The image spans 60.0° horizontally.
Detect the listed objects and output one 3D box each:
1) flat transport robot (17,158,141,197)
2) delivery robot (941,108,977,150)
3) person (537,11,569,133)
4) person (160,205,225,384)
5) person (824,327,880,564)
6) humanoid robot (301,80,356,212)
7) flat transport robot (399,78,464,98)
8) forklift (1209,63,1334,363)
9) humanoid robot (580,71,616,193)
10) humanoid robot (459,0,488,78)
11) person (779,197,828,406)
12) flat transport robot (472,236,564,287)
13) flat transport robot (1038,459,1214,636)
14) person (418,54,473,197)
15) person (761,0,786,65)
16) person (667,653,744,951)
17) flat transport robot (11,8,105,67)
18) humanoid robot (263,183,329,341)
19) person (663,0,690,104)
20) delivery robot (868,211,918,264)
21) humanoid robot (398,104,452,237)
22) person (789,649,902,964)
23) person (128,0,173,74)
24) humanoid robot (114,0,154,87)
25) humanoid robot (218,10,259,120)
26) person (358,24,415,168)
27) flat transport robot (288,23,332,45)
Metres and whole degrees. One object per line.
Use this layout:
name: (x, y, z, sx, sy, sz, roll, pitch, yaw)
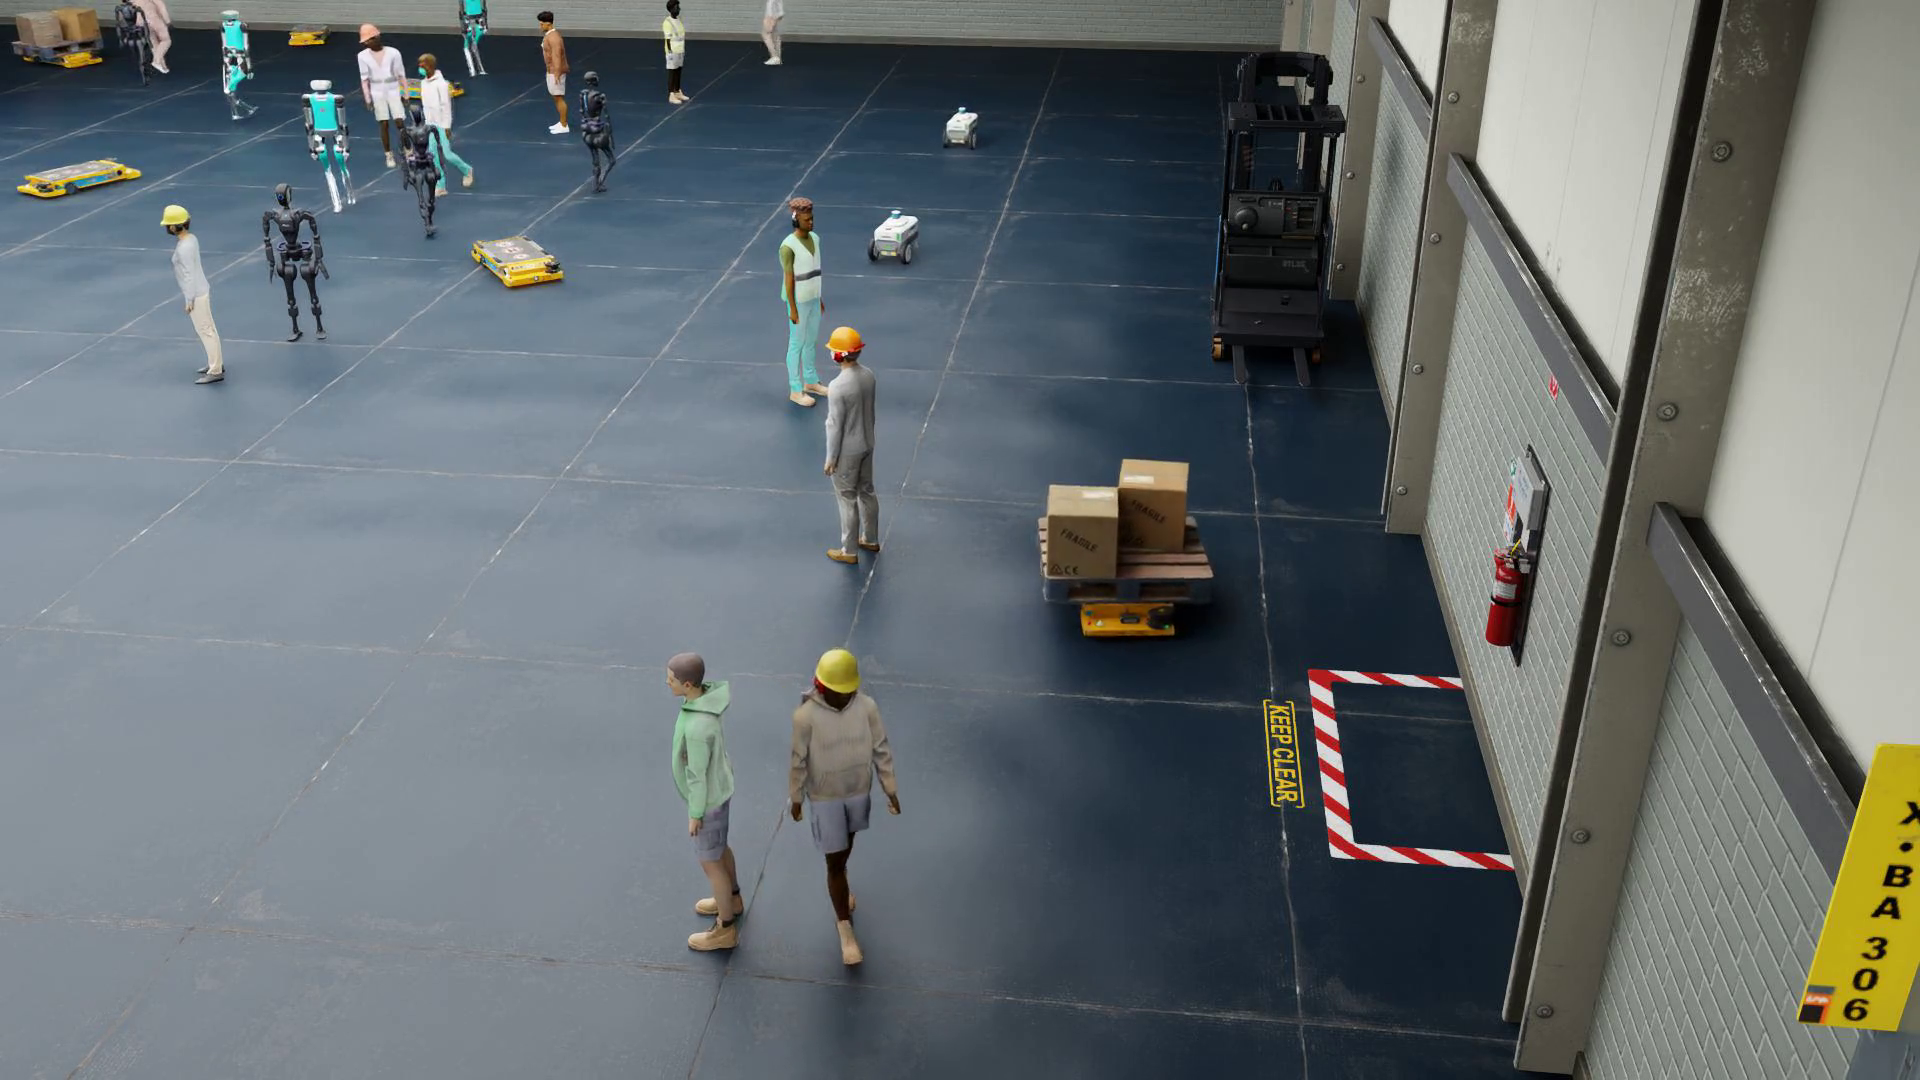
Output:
flat transport robot: (-12.307, -5.059, 23.239, 0.659, 0.231, 1.431, 17, 31, 30)
delivery robot: (0.028, -6.260, 25.328, 0.499, 0.605, 0.799, 6, 27, 12)
person: (-6.315, -7.315, 25.988, 0.418, 1.842, 0.797, -10, 28, -20)
person: (-7.501, -2.408, 16.273, 0.305, 1.770, 0.524, -8, 28, -15)
person: (-0.843, -0.728, 12.796, 0.382, 1.890, 0.556, 14, 30, 27)
humanoid robot: (-8.248, -5.165, 21.923, 0.556, 1.878, 0.797, -4, 27, -8)
flat transport robot: (-9.337, -7.744, 28.599, 1.431, 0.231, 0.659, 8, 28, 16)
forklift: (3.241, -3.477, 17.183, 1.129, 2.768, 1.873, 3, 27, 6)
humanoid robot: (-4.968, -5.555, 22.658, 0.583, 1.651, 0.376, 18, 32, 32)
humanoid robot: (-8.826, -9.210, 29.900, 0.530, 1.795, 0.791, -22, 34, -37)
person: (-1.482, -2.271, 15.768, 0.402, 1.978, 0.485, 15, 30, 27)
flat transport robot: (-5.277, -3.322, 19.770, 0.659, 0.231, 1.431, -15, 30, -28)
flat transport robot: (1.210, 0.307, 12.525, 0.659, 0.231, 1.431, 0, 27, 0)
person: (-7.047, -5.640, 22.581, 0.510, 1.902, 0.616, 17, 31, 30)
person: (-3.428, -9.739, 30.804, 0.456, 1.856, 0.523, 13, 30, 25)
person: (-1.337, 1.363, 8.791, 0.316, 1.733, 0.476, -2, 27, -5)
flat transport robot: (-16.885, -9.099, 31.303, 1.431, 0.231, 0.659, 15, 30, 27)
humanoid robot: (-6.910, -2.898, 17.336, 0.599, 1.657, 0.315, -4, 27, -8)
person: (-4.775, -8.211, 27.934, 0.320, 1.695, 0.536, 9, 28, 17)
delivery robot: (-0.776, -3.688, 20.167, 0.505, 0.582, 0.741, 9, 28, 17)
humanoid robot: (-6.713, -4.654, 20.897, 0.602, 1.625, 0.756, -18, 32, -31)
person: (-0.594, 1.359, 8.800, 0.550, 1.718, 0.809, -11, 29, -22)
person: (-14.609, -9.350, 30.009, 0.719, 1.877, 0.538, 3, 27, 7)
humanoid robot: (-14.524, -8.868, 29.325, 0.598, 1.638, 0.768, 0, 27, 1)
humanoid robot: (-11.570, -7.491, 26.448, 0.548, 1.729, 0.985, 8, 28, 16)
person: (-8.255, -6.376, 23.920, 0.626, 2.025, 0.448, -4, 27, -9)
flat transport robot: (-13.062, -10.161, 33.424, 0.659, 0.231, 1.431, -6, 27, -11)
